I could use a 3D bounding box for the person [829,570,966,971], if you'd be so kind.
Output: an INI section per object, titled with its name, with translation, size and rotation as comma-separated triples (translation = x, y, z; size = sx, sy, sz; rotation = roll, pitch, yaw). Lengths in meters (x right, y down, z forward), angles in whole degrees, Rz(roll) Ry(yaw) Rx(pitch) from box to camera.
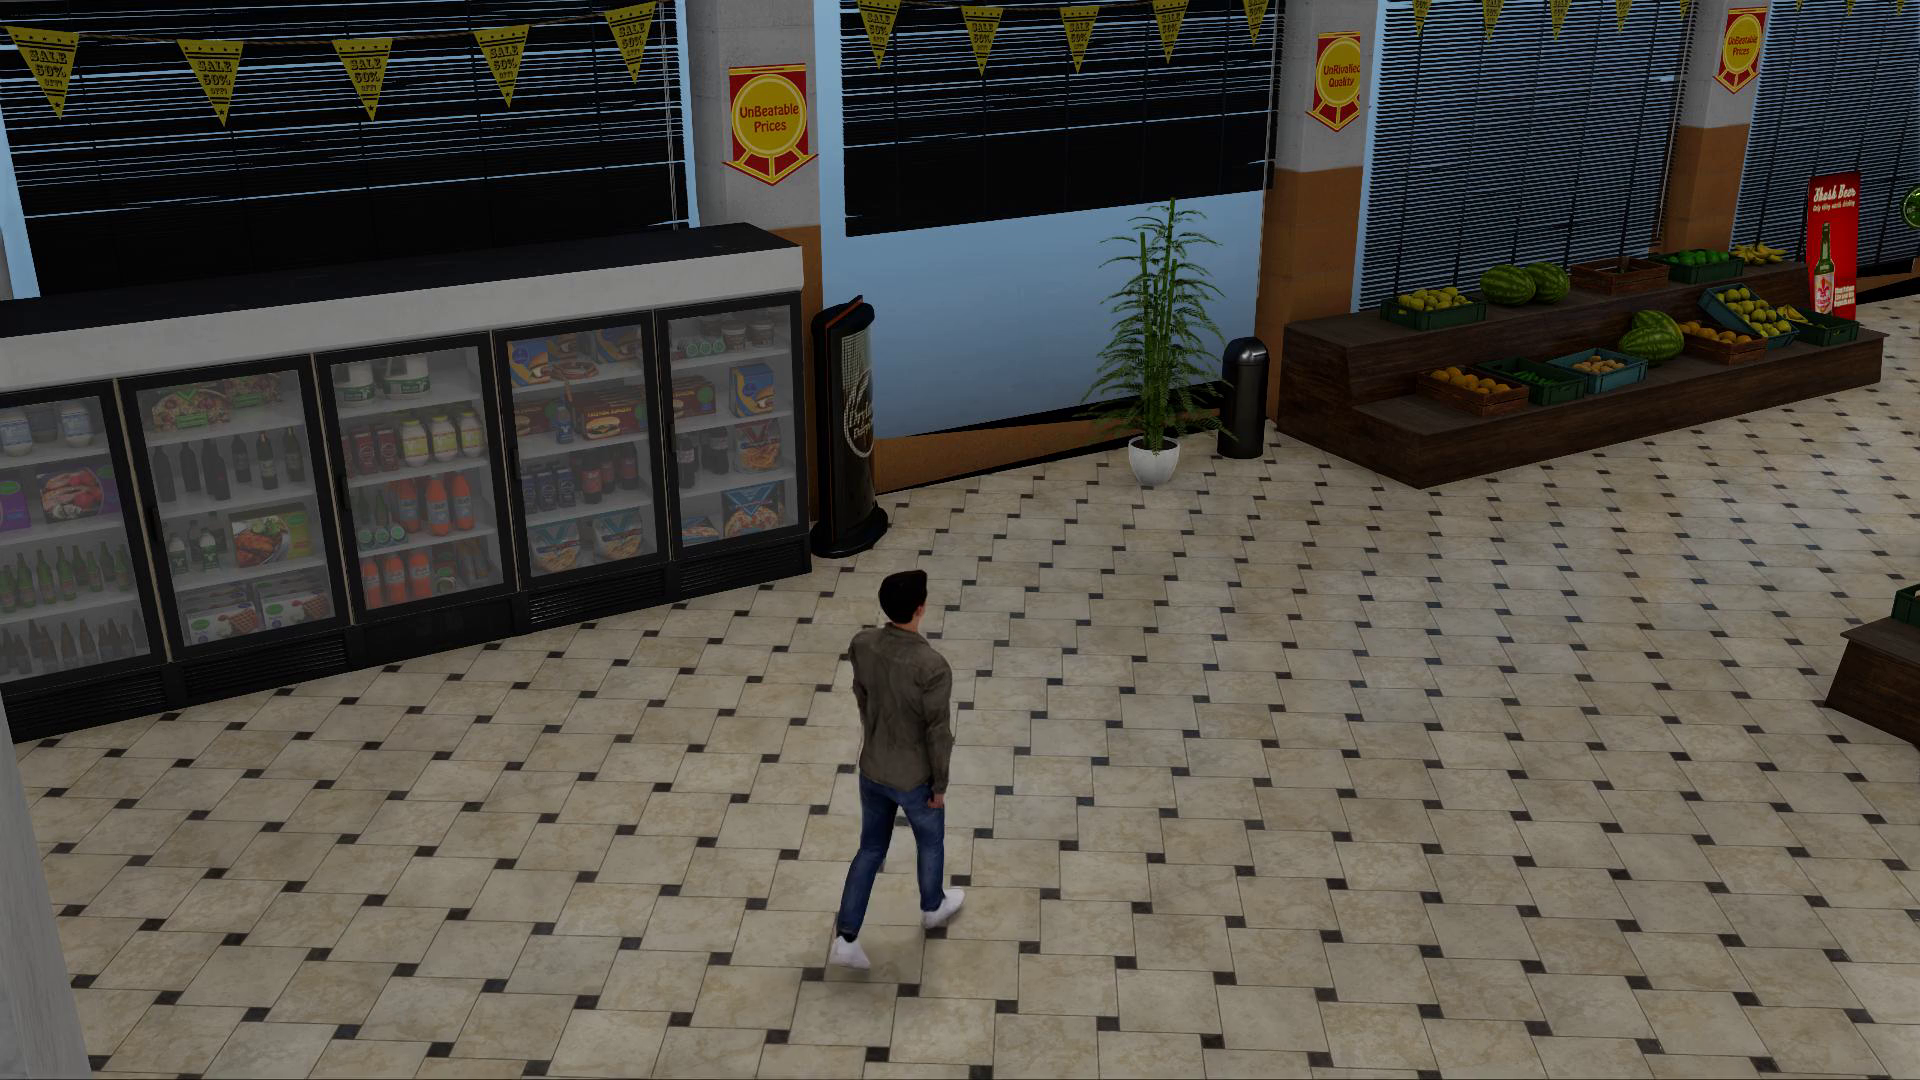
[person]
translation = -0.323, 1.019, 7.171
size = 1.055, 1.847, 1.258
rotation = 12, 25, 28
